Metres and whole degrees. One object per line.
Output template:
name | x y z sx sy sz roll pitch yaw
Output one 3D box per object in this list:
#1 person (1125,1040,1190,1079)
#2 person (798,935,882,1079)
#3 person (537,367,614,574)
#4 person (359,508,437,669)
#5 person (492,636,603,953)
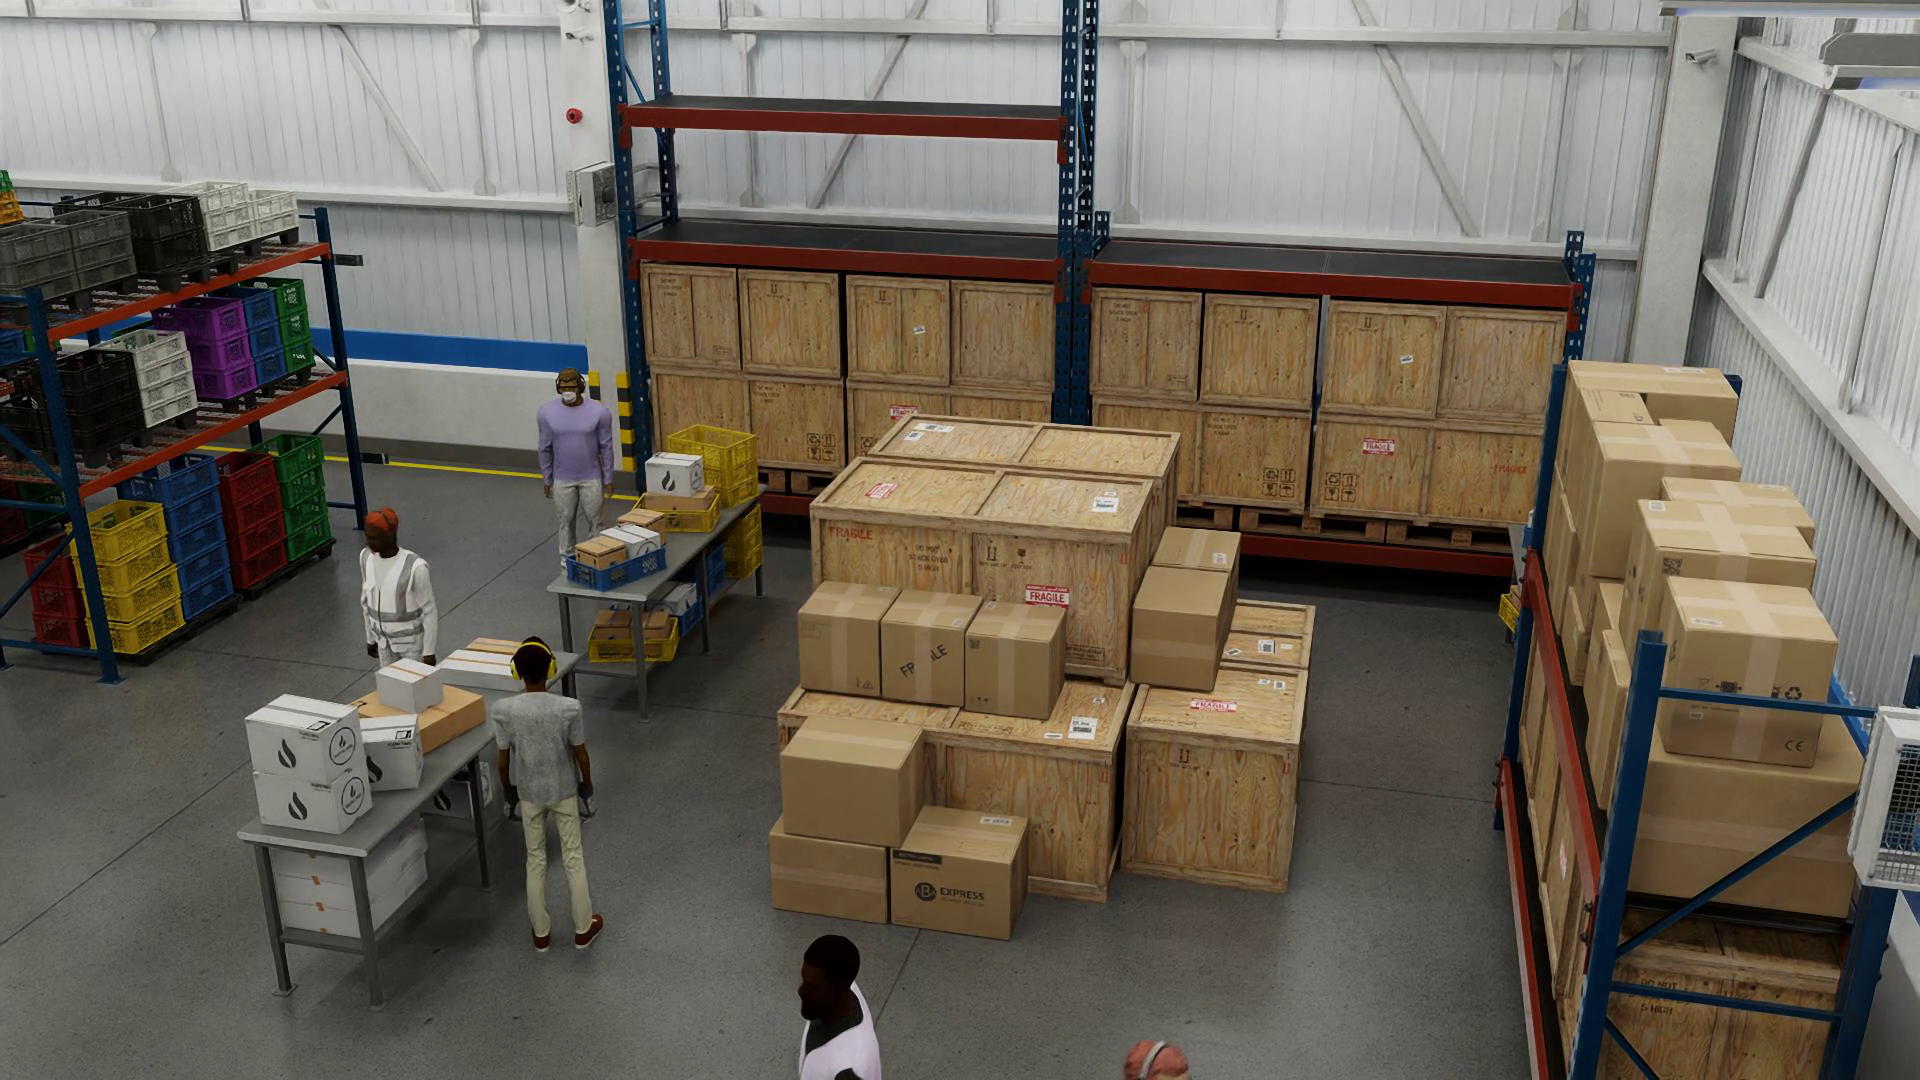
person | 0.653 2.593 5.970 0.395 1.900 0.647 15 25 33
person | -0.461 2.370 6.511 0.383 1.921 0.597 -5 21 -12
person | -3.222 -0.517 14.042 0.629 1.940 0.373 -3 21 -7
person | -3.703 0.672 11.011 0.584 1.878 0.337 10 23 25
person | -2.258 1.395 9.130 0.513 1.876 0.328 -2 21 -5
